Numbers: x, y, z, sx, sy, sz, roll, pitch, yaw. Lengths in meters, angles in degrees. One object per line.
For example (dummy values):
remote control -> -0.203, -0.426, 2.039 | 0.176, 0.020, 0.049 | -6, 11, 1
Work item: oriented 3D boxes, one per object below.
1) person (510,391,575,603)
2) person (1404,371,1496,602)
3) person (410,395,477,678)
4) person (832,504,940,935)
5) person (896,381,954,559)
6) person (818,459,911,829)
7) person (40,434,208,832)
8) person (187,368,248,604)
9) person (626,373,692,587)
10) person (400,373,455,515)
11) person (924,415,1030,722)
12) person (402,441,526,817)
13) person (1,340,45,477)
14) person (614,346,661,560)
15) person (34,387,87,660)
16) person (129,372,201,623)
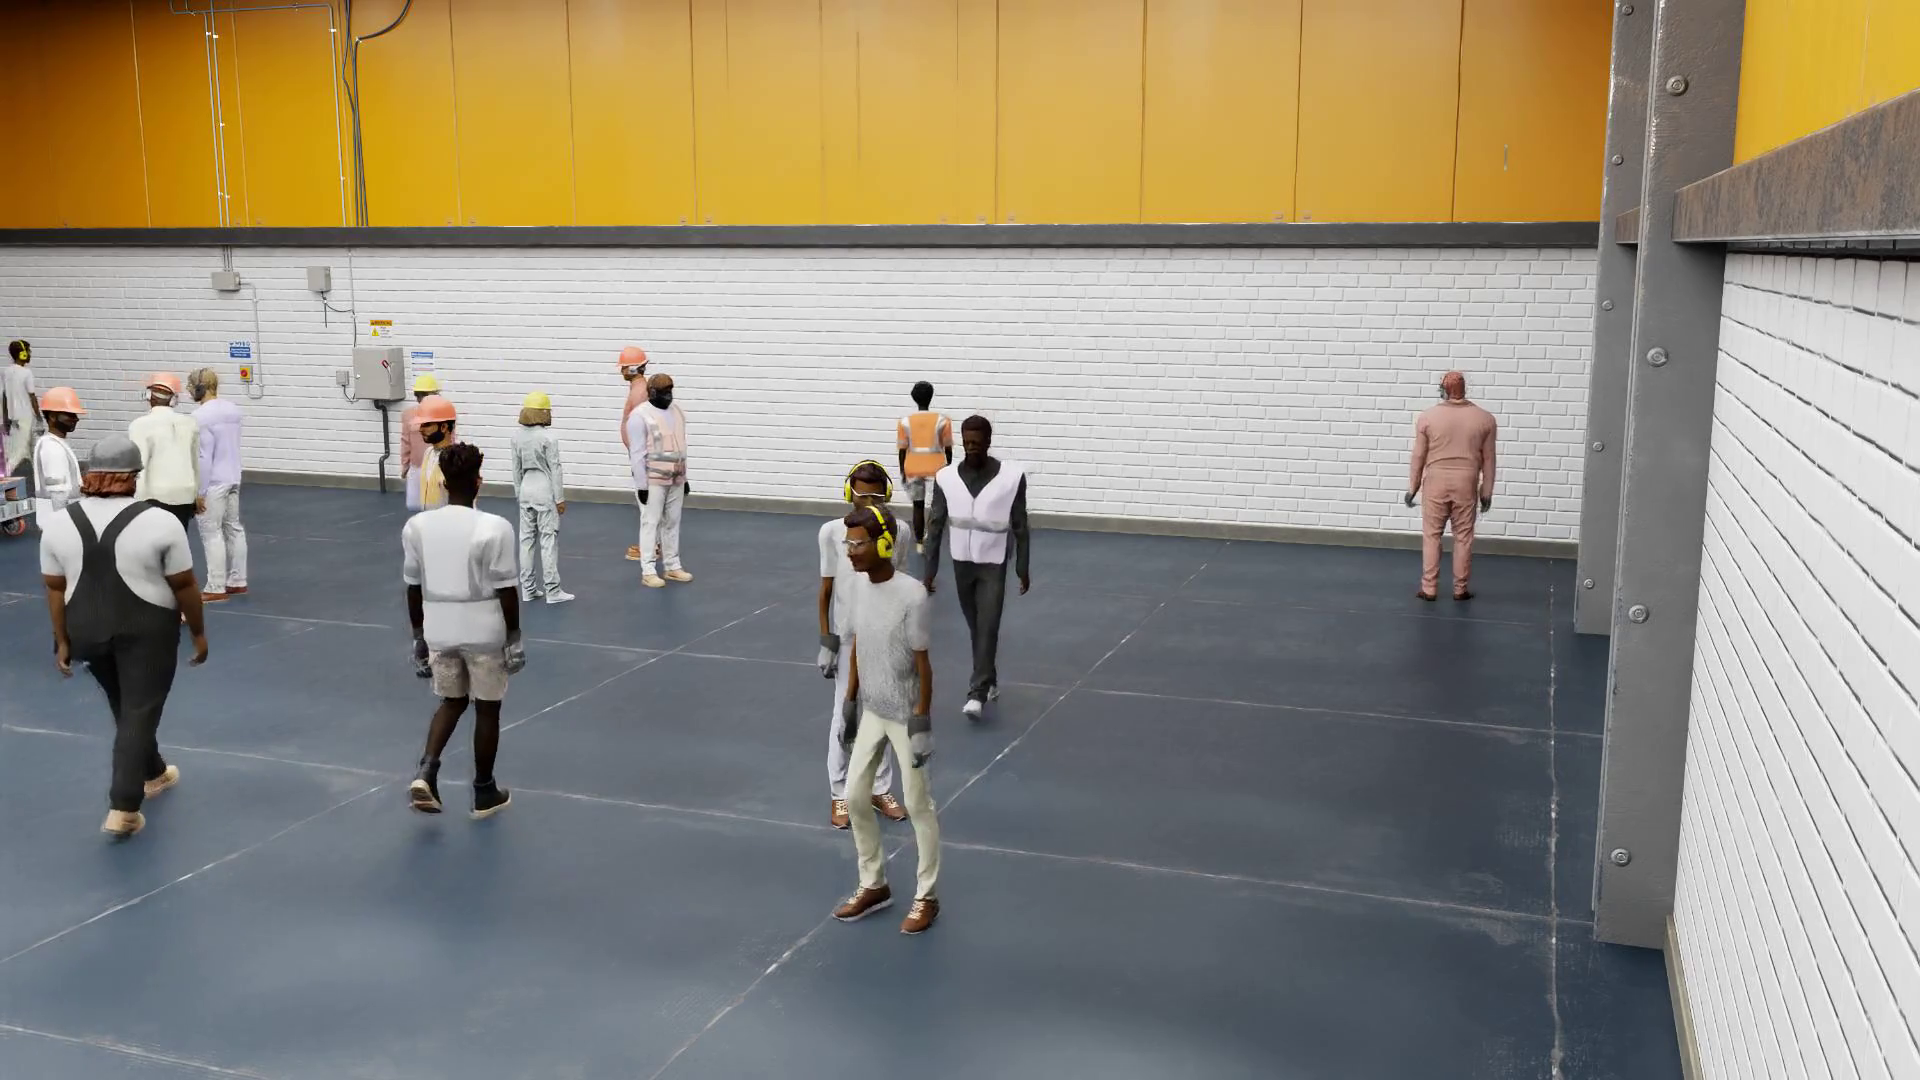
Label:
person -> -3.438, -0.350, 13.641 | 0.485, 1.741, 0.302 | 5, 11, 25
person -> 4.025, -0.426, 13.646 | 0.696, 1.895, 0.402 | 1, 10, 7
person -> -3.447, -0.001, 11.118 | 0.551, 1.937, 0.357 | 9, 14, 43
person -> -0.303, 0.762, 7.091 | 0.444, 1.848, 0.492 | -9, 14, -43
person -> -0.331, -0.639, 15.435 | 0.537, 1.678, 0.704 | 2, 10, 9
person -> -0.466, 0.521, 8.412 | 0.521, 1.856, 0.327 | -4, 11, -22
person -> -4.223, 0.421, 8.449 | 0.696, 2.000, 1.030 | 0, 10, -1
person -> -6.142, -0.441, 13.640 | 0.466, 1.932, 0.643 | 1, 10, 3
person -> -2.568, -0.523, 14.340 | 0.429, 1.841, 0.633 | 7, 12, 33
person -> -4.912, -0.680, 15.435 | 0.539, 1.754, 0.461 | 2, 10, 11
person -> 0.075, 0.173, 10.308 | 0.624, 1.868, 0.966 | 3, 11, 18
person -> -2.519, 0.478, 8.392 | 0.605, 1.948, 0.529 | 3, 10, 15
person -> -10.961, -1.411, 19.369 | 0.536, 1.836, 0.933 | 5, 11, 26
person -> -2.995, -0.810, 15.516 | 0.400, 1.989, 0.623 | -1, 10, -4
person -> -6.329, -0.118, 11.782 | 0.376, 1.934, 0.547 | -6, 12, -29
person -> -6.127, -0.311, 12.863 | 0.530, 1.946, 0.771 | 4, 11, 22
